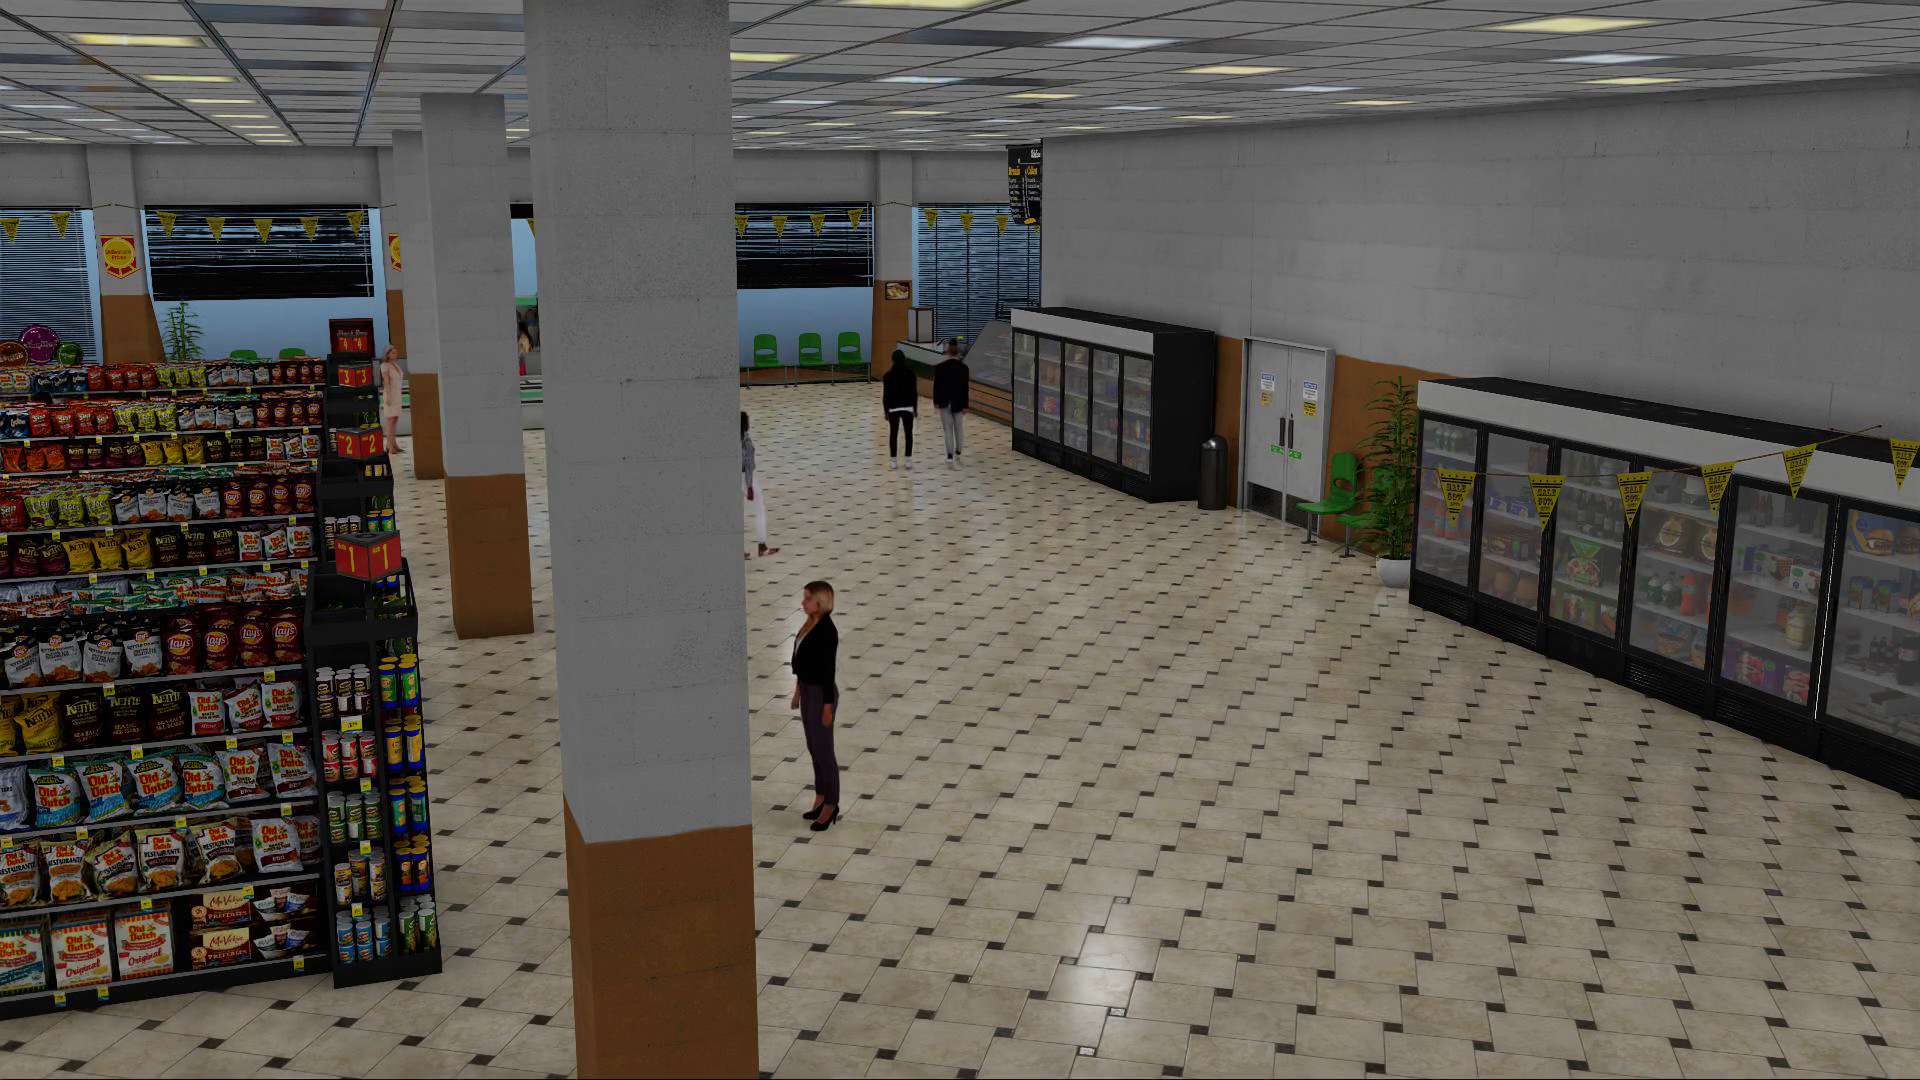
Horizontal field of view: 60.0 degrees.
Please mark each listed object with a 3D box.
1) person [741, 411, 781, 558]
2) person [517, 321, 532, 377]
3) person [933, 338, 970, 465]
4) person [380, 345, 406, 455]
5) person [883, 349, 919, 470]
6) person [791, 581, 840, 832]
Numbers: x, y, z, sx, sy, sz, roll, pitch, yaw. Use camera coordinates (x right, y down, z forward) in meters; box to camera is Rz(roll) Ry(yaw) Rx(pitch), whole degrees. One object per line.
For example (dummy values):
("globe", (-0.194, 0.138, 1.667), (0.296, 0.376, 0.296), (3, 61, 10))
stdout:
("person", (-2.548, -0.604, 18.924), (0.937, 1.710, 0.786), (-10, 15, -38))
("person", (-7.996, -3.178, 31.016), (1.094, 1.763, 0.641), (-3, 12, -14))
("person", (-0.131, -2.074, 25.417), (1.197, 1.911, 0.925), (-1, 12, -6))
("person", (-9.137, -2.269, 26.769), (0.697, 1.735, 0.687), (1, 12, 6))
("person", (-0.876, -1.976, 25.190), (0.726, 1.813, 0.844), (0, 12, 1))
("person", (-0.910, 1.075, 11.045), (0.527, 1.670, 0.609), (-5, 13, -23))
